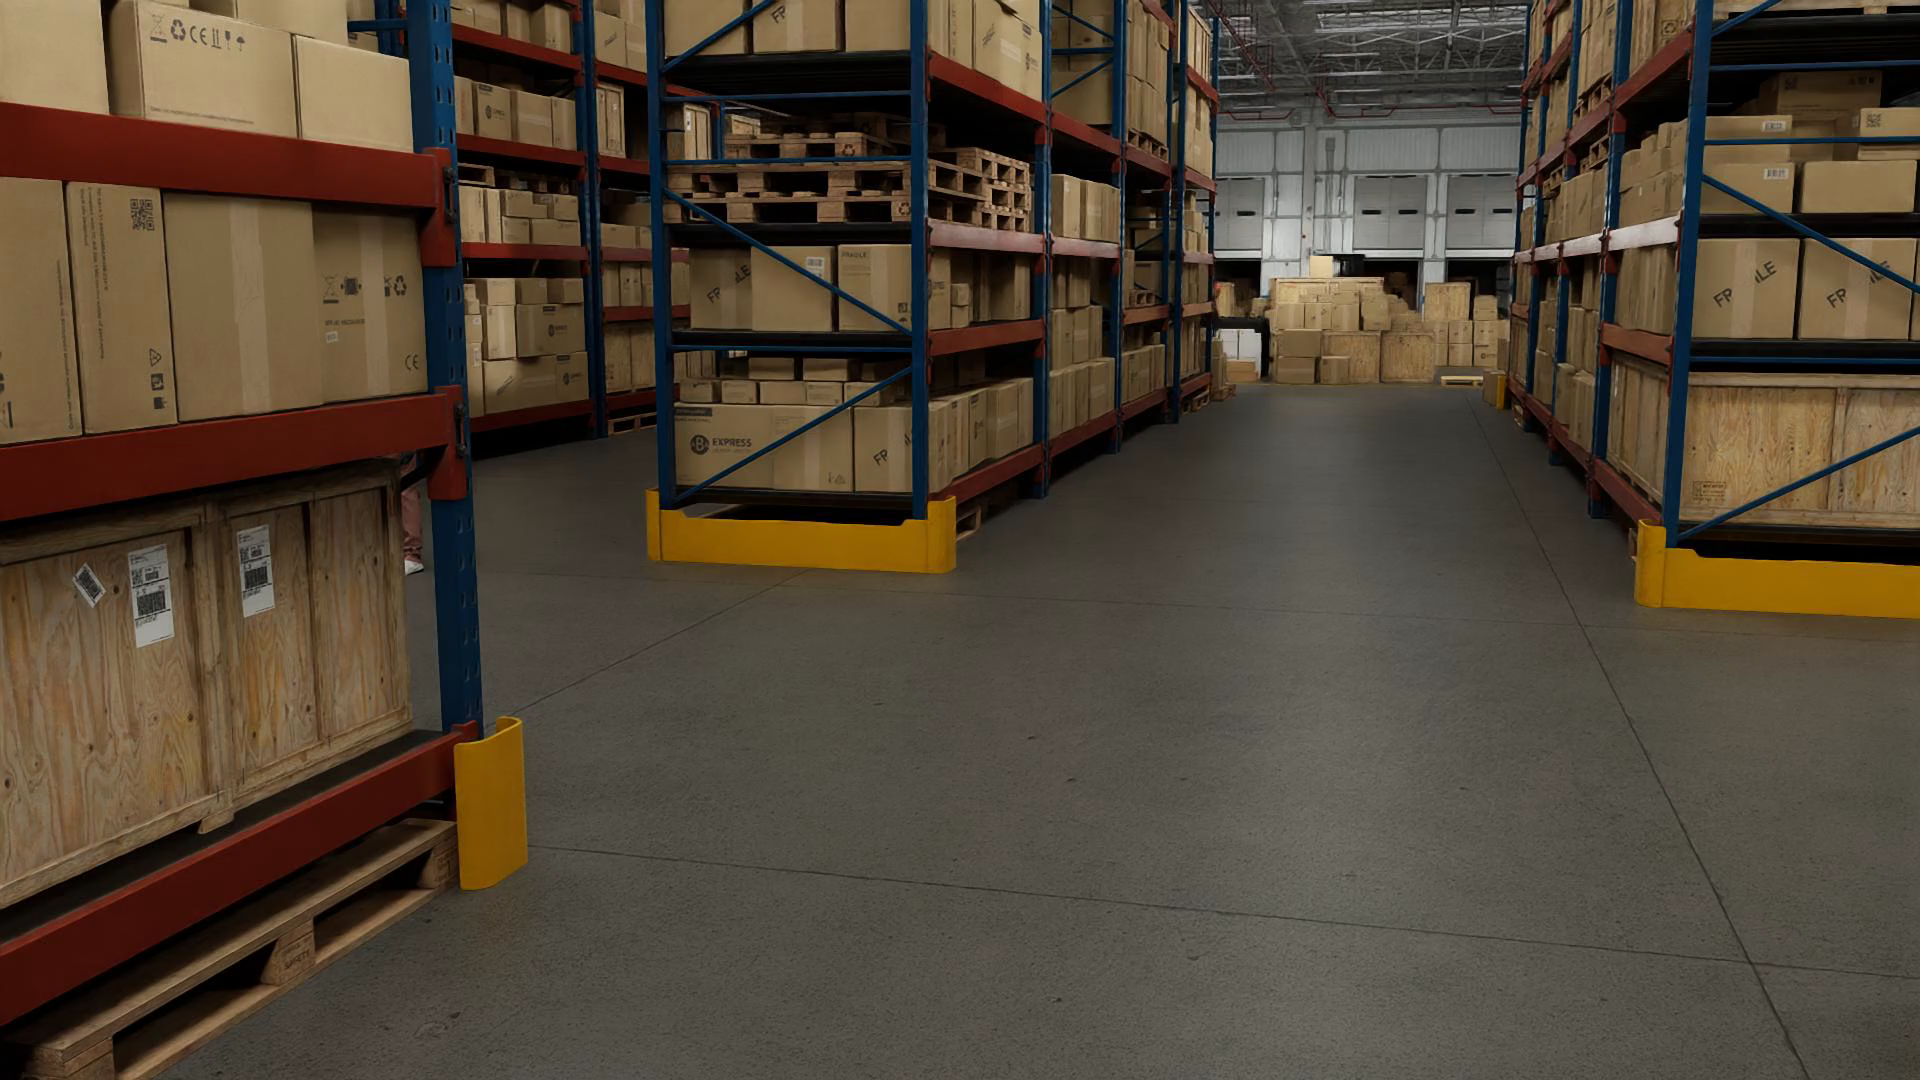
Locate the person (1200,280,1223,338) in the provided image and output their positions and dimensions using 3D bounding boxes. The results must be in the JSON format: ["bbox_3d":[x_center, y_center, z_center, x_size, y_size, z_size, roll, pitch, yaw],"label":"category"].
[{"bbox_3d":[4.607,-3.752,30.444,0.437,1.978,0.657,1,9,4],"label":"person"}]

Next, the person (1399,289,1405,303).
[{"bbox_3d":[14.276,-7.346,54.215,0.446,1.689,0.538,-5,10,-29],"label":"person"}]

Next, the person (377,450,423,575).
[{"bbox_3d":[-3.919,-0.708,11.342,0.643,1.913,0.410,7,11,38],"label":"person"}]

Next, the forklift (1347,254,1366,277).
[{"bbox_3d":[13.074,-8.074,55.067,1.873,2.768,1.129,0,9,-2],"label":"forklift"}]

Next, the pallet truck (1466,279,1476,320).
[{"bbox_3d":[18.896,-8.459,60.307,1.885,1.965,0.823,5,10,31],"label":"pallet truck"}]

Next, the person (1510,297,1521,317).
[{"bbox_3d":[14.106,-5.522,41.903,0.485,1.918,0.657,8,12,40],"label":"person"}]

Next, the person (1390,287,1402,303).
[{"bbox_3d":[9.639,-4.697,36.931,0.428,1.838,0.628,-1,9,-7],"label":"person"}]
